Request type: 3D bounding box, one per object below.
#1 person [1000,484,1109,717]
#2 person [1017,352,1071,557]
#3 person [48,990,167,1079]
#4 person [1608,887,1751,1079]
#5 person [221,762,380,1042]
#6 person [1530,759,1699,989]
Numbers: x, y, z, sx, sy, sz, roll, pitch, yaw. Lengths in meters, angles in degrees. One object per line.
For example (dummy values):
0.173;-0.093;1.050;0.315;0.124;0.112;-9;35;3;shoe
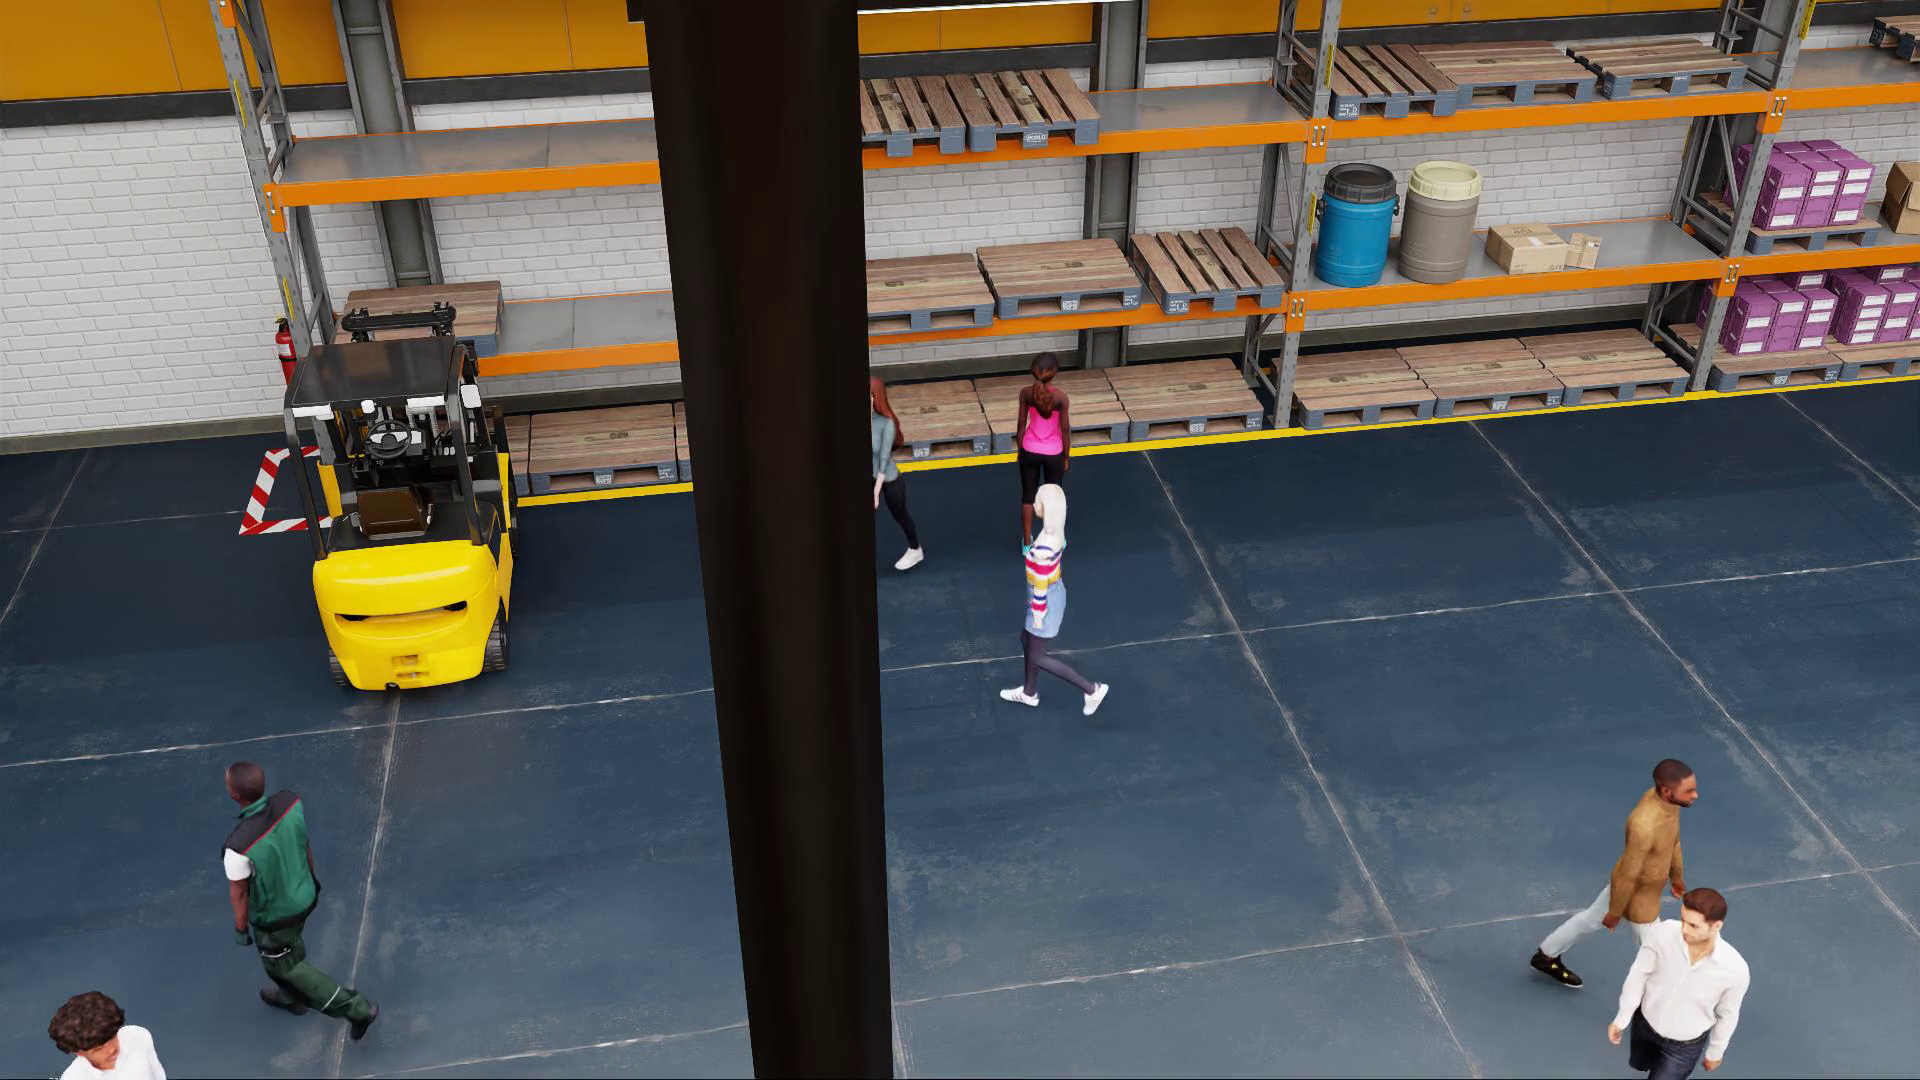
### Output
0.640;0.429;10.957;1.098;1.789;0.910;9;35;13;person
0.622;-0.645;12.634;0.608;1.722;0.710;8;35;12;person
-3.801;2.686;7.554;0.796;1.798;0.740;20;39;28;person
3.464;2.323;8.070;1.107;1.831;1.278;28;43;36;person
-3.495;1.922;8.682;1.183;1.821;0.967;9;35;13;person
3.509;1.832;8.863;1.232;1.772;1.154;21;39;28;person
